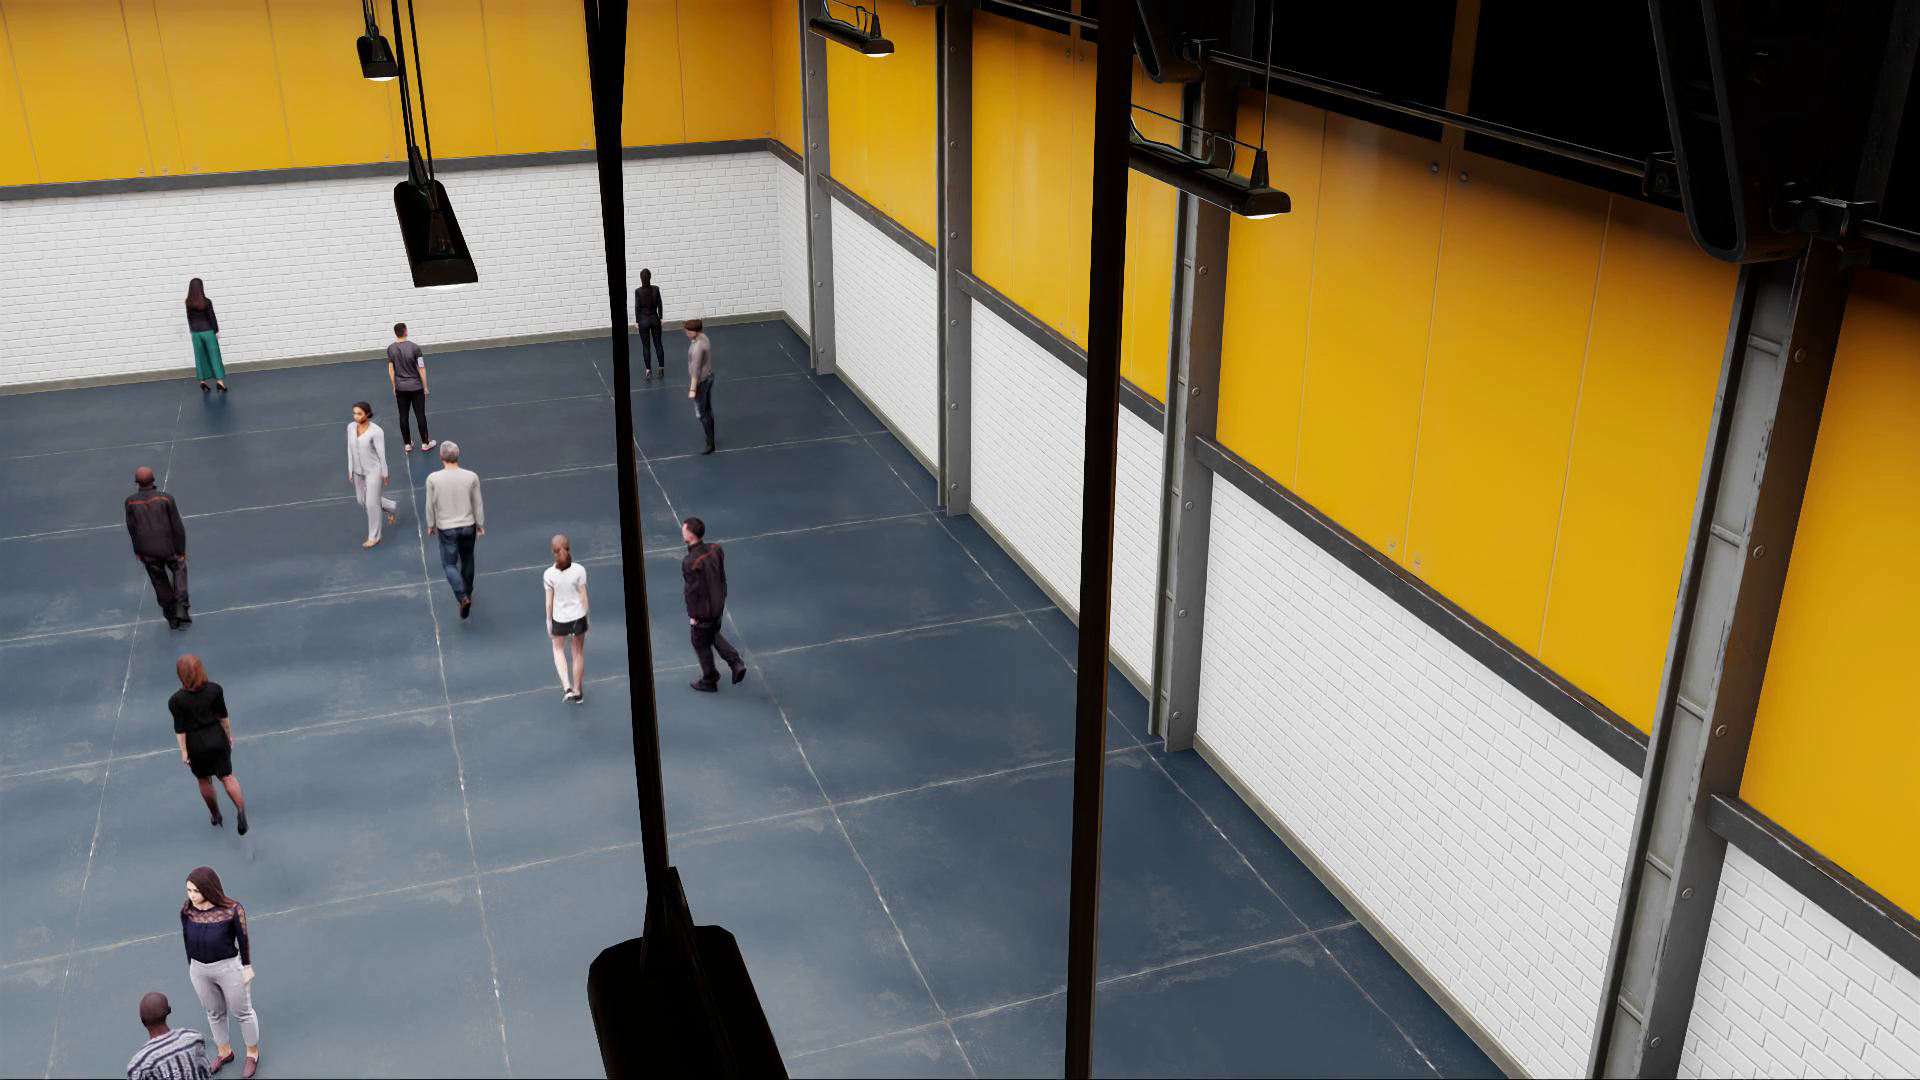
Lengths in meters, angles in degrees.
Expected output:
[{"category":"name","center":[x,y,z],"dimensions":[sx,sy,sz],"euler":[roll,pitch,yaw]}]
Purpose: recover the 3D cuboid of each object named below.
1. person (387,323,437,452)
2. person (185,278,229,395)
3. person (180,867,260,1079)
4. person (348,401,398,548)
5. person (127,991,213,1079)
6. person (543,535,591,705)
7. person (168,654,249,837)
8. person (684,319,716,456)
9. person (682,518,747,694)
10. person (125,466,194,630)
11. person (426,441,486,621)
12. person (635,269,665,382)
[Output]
[{"category":"person","center":[-7.405,-2.056,22.333],"dimensions":[0.704,1.764,0.672],"euler":[0,24,1]},{"category":"person","center":[-11.162,-3.017,24.562],"dimensions":[0.663,1.739,0.645],"euler":[1,24,2]},{"category":"person","center":[-4.984,2.904,11.180],"dimensions":[0.678,1.608,0.671],"euler":[2,24,5]},{"category":"person","center":[-6.916,-0.831,19.594],"dimensions":[0.996,1.713,1.082],"euler":[8,25,18]},{"category":"person","center":[-4.445,3.500,9.674],"dimensions":[1.248,1.723,1.085],"euler":[15,28,30]},{"category":"person","center":[-3.703,0.808,15.810],"dimensions":[0.566,1.741,0.697],"euler":[-8,25,-17]},{"category":"person","center":[-6.190,1.739,13.749],"dimensions":[0.821,1.685,1.031],"euler":[-21,31,-39]},{"category":"person","center":[-3.447,-2.132,22.385],"dimensions":[0.979,1.861,0.690],"euler":[6,24,14]},{"category":"person","center":[-2.377,0.650,16.045],"dimensions":[1.035,1.841,0.970],"euler":[14,27,28]},{"category":"person","center":[-8.340,0.114,17.307],"dimensions":[0.681,1.812,0.707],"euler":[-8,25,-17]},{"category":"person","center":[-5.345,-0.087,17.680],"dimensions":[0.822,1.883,1.188],"euler":[-11,26,-24]},{"category":"person","center":[-4.698,-3.281,25.202],"dimensions":[0.589,1.711,0.504],"euler":[-10,26,-22]}]
